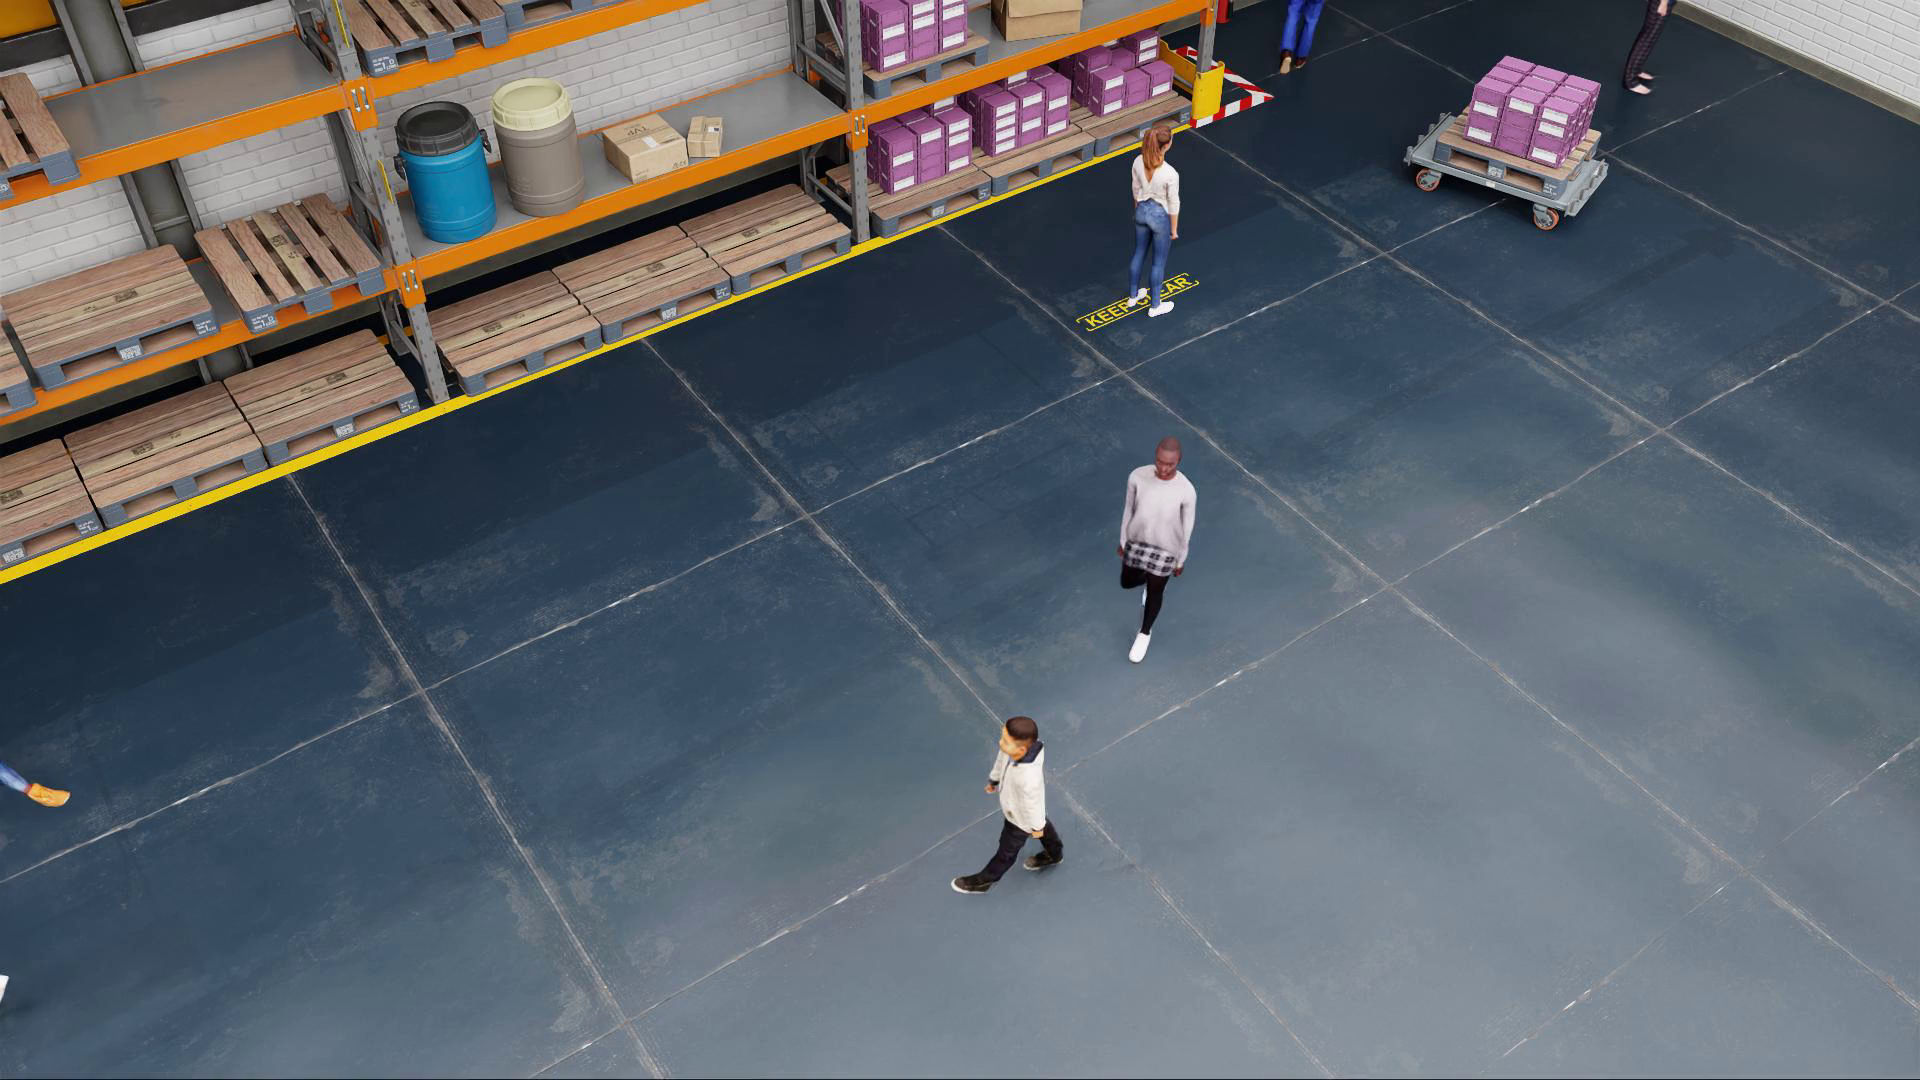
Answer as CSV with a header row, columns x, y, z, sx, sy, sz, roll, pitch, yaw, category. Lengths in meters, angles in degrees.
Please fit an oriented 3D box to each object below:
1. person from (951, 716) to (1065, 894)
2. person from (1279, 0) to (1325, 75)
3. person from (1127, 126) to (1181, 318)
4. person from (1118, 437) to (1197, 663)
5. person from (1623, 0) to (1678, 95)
x,y,z,sx,sy,sz,roll,pitch,yaw,category
0.428,1.502,9.535,1.033,1.419,0.815,-10,44,-10,person
3.451,-5.507,16.579,1.010,1.851,1.147,18,47,18,person
1.586,-2.623,13.647,0.648,1.720,0.597,33,53,30,person
1.288,-0.015,10.878,0.890,1.763,1.020,18,46,18,person
6.940,-5.372,16.423,0.798,1.871,0.671,17,46,17,person
